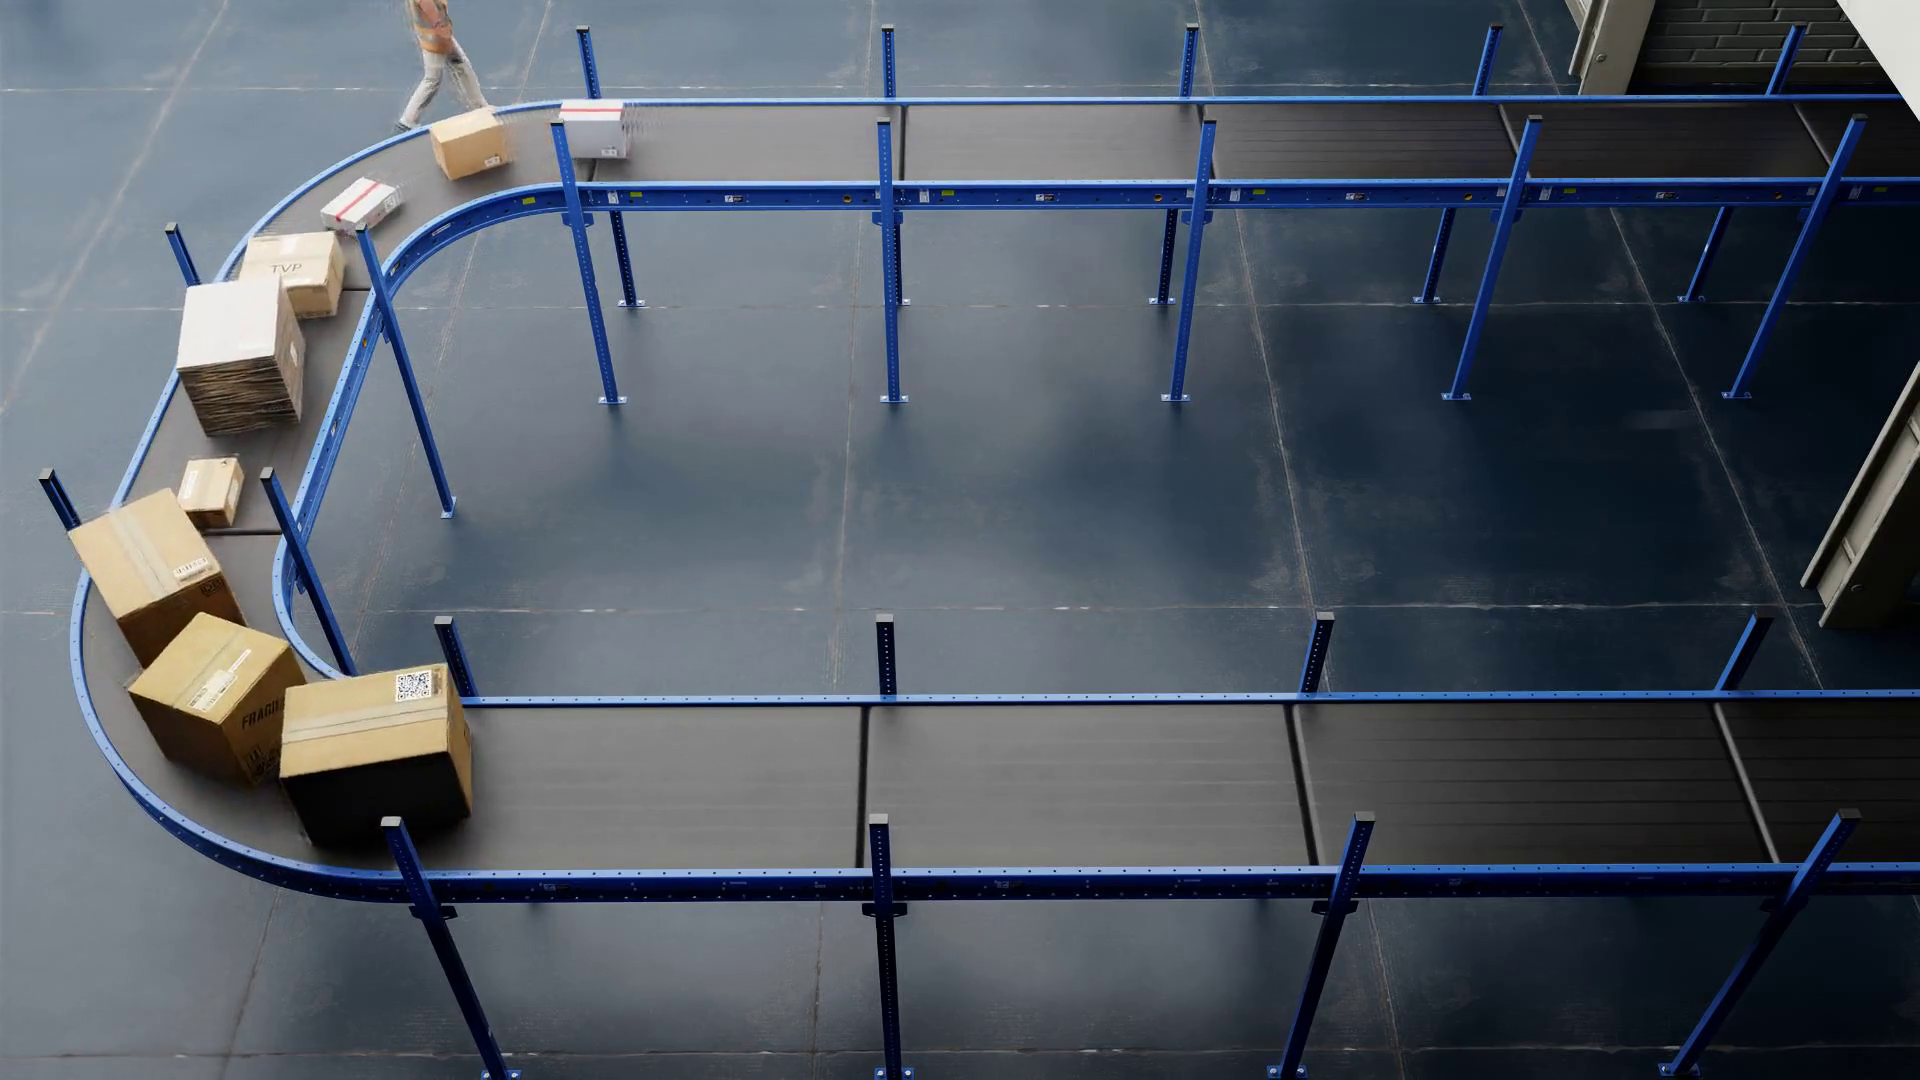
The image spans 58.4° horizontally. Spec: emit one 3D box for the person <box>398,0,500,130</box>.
[{"bbox_3d":[-4.305,-4.059,13.967,0.822,1.602,0.512,-10,48,-9],"label":"person"}]
